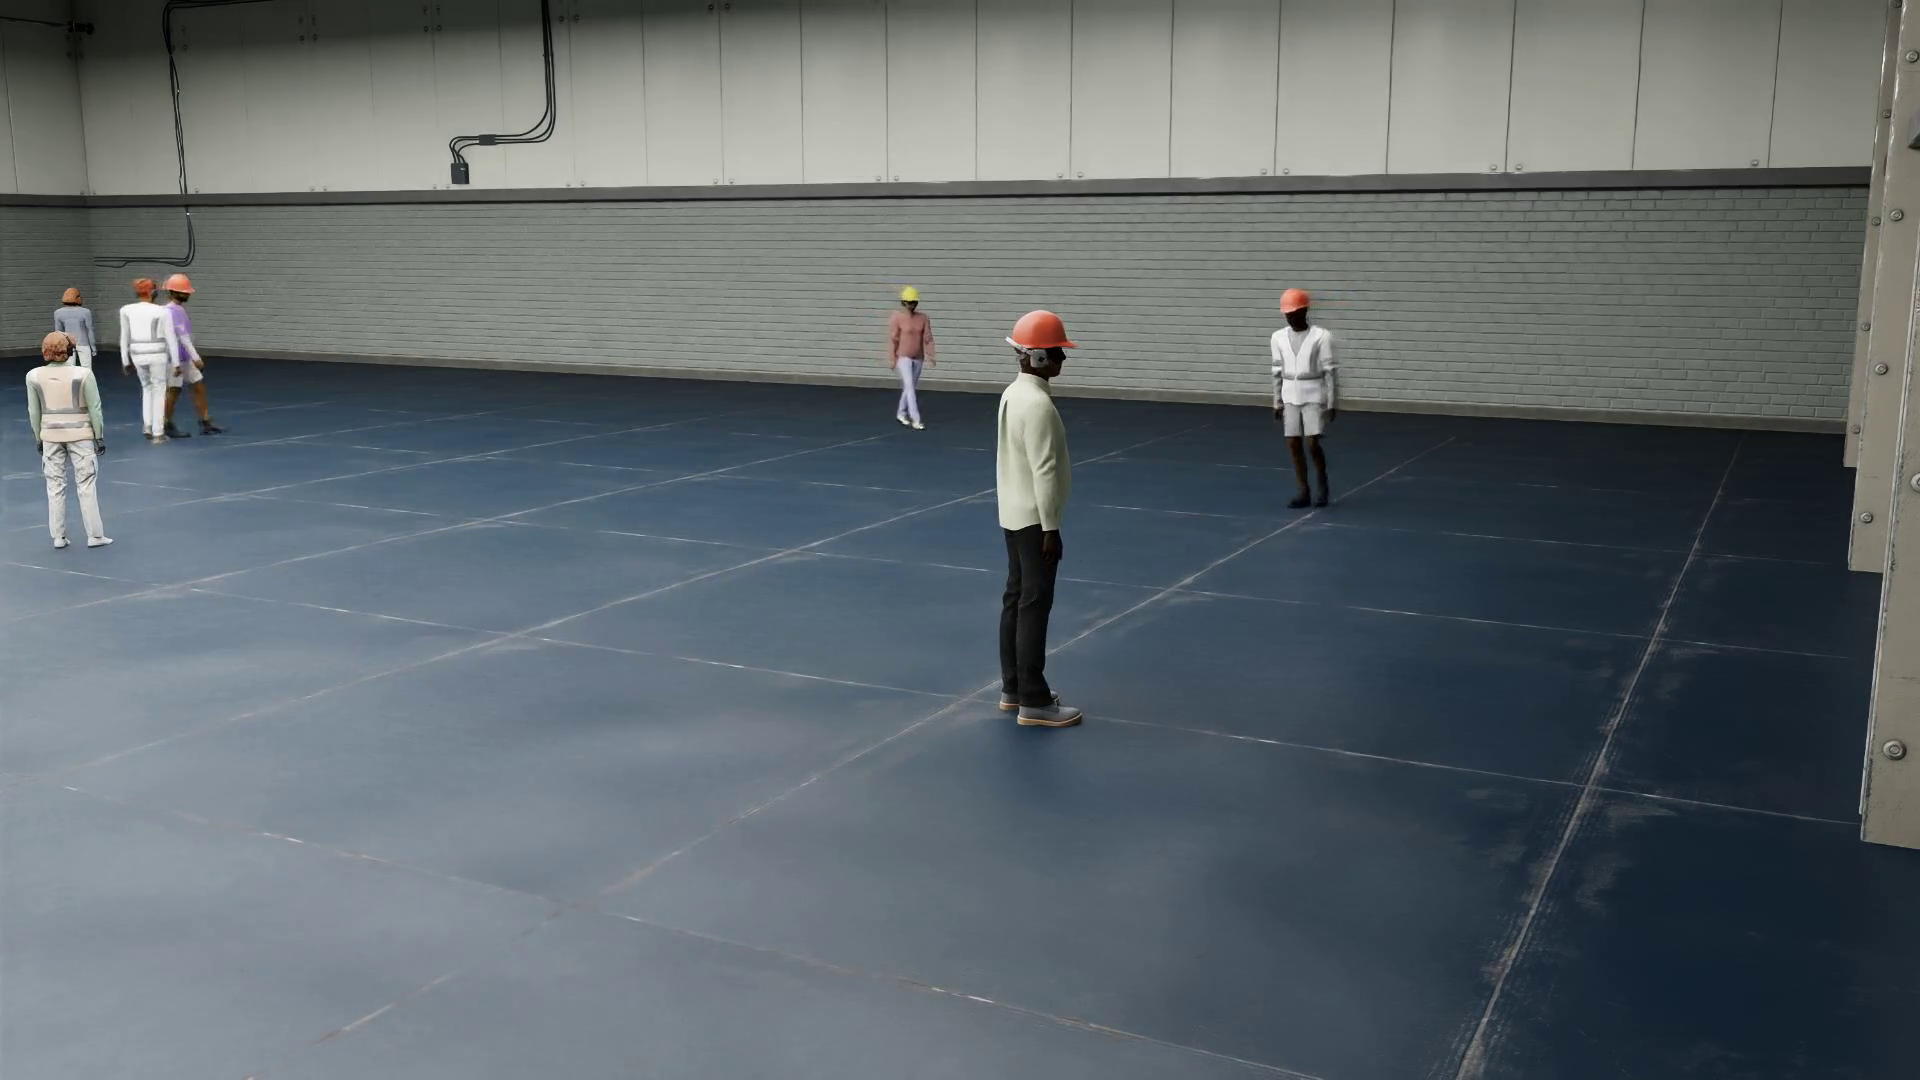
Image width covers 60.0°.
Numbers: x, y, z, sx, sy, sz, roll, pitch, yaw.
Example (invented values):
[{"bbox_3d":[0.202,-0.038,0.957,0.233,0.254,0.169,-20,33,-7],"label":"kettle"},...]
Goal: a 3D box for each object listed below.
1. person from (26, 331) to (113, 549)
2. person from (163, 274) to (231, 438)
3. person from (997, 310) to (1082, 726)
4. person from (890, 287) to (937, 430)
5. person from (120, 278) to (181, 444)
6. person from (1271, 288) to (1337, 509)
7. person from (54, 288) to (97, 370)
[{"bbox_3d":[-6.695,-0.743,12.491,0.514,1.641,0.307,-1,10,-7],"label":"person"},{"bbox_3d":[-8.907,-2.116,19.270,0.861,1.893,0.551,-3,11,-14],"label":"person"},{"bbox_3d":[0.365,-0.105,8.041,0.375,1.995,0.611,-3,11,-14],"label":"person"},{"bbox_3d":[-0.606,-2.236,20.424,0.538,1.722,0.906,-6,12,-29],"label":"person"},{"bbox_3d":[-9.164,-2.031,18.884,0.615,1.866,0.476,0,10,2],"label":"person"},{"bbox_3d":[2.914,-1.199,14.257,0.562,1.904,0.510,8,13,36],"label":"person"},{"bbox_3d":[-12.134,-2.642,22.858,0.499,1.634,0.279,-1,10,-8],"label":"person"}]
